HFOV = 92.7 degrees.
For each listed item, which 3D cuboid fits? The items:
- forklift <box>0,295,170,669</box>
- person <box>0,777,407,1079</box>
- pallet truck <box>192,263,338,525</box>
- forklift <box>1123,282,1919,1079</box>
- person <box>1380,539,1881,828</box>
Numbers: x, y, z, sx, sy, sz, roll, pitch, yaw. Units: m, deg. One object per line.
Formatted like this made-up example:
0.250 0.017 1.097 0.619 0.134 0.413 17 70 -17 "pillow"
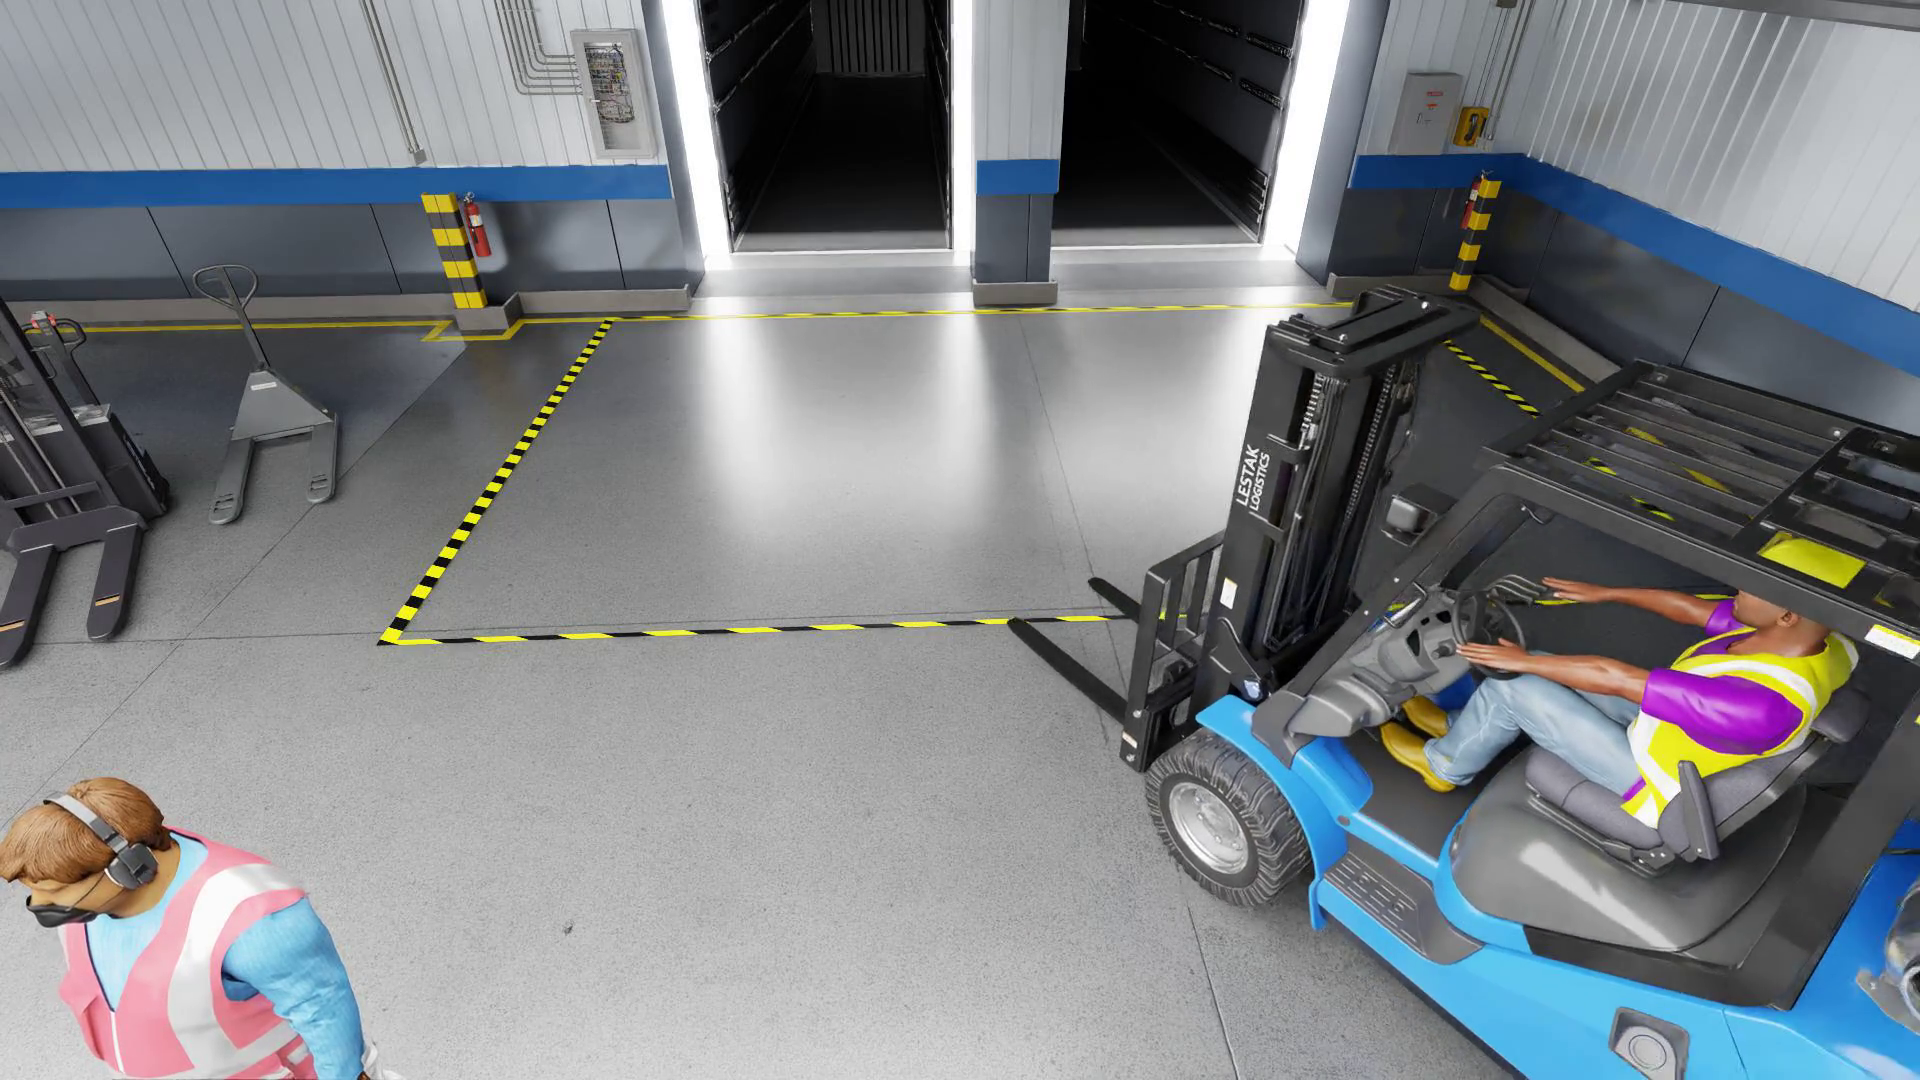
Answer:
-5.212 -0.618 4.878 0.823 1.965 1.885 -20 39 -26 "forklift"
-1.762 1.267 2.304 0.620 1.844 0.429 9 36 13 "person"
-4.778 -1.027 6.128 0.680 1.201 1.601 -17 38 -23 "pallet truck"
1.944 0.573 2.856 1.157 2.036 2.680 -23 41 -30 "forklift"
1.914 0.389 2.792 0.635 1.294 1.004 -23 41 -30 "person"
